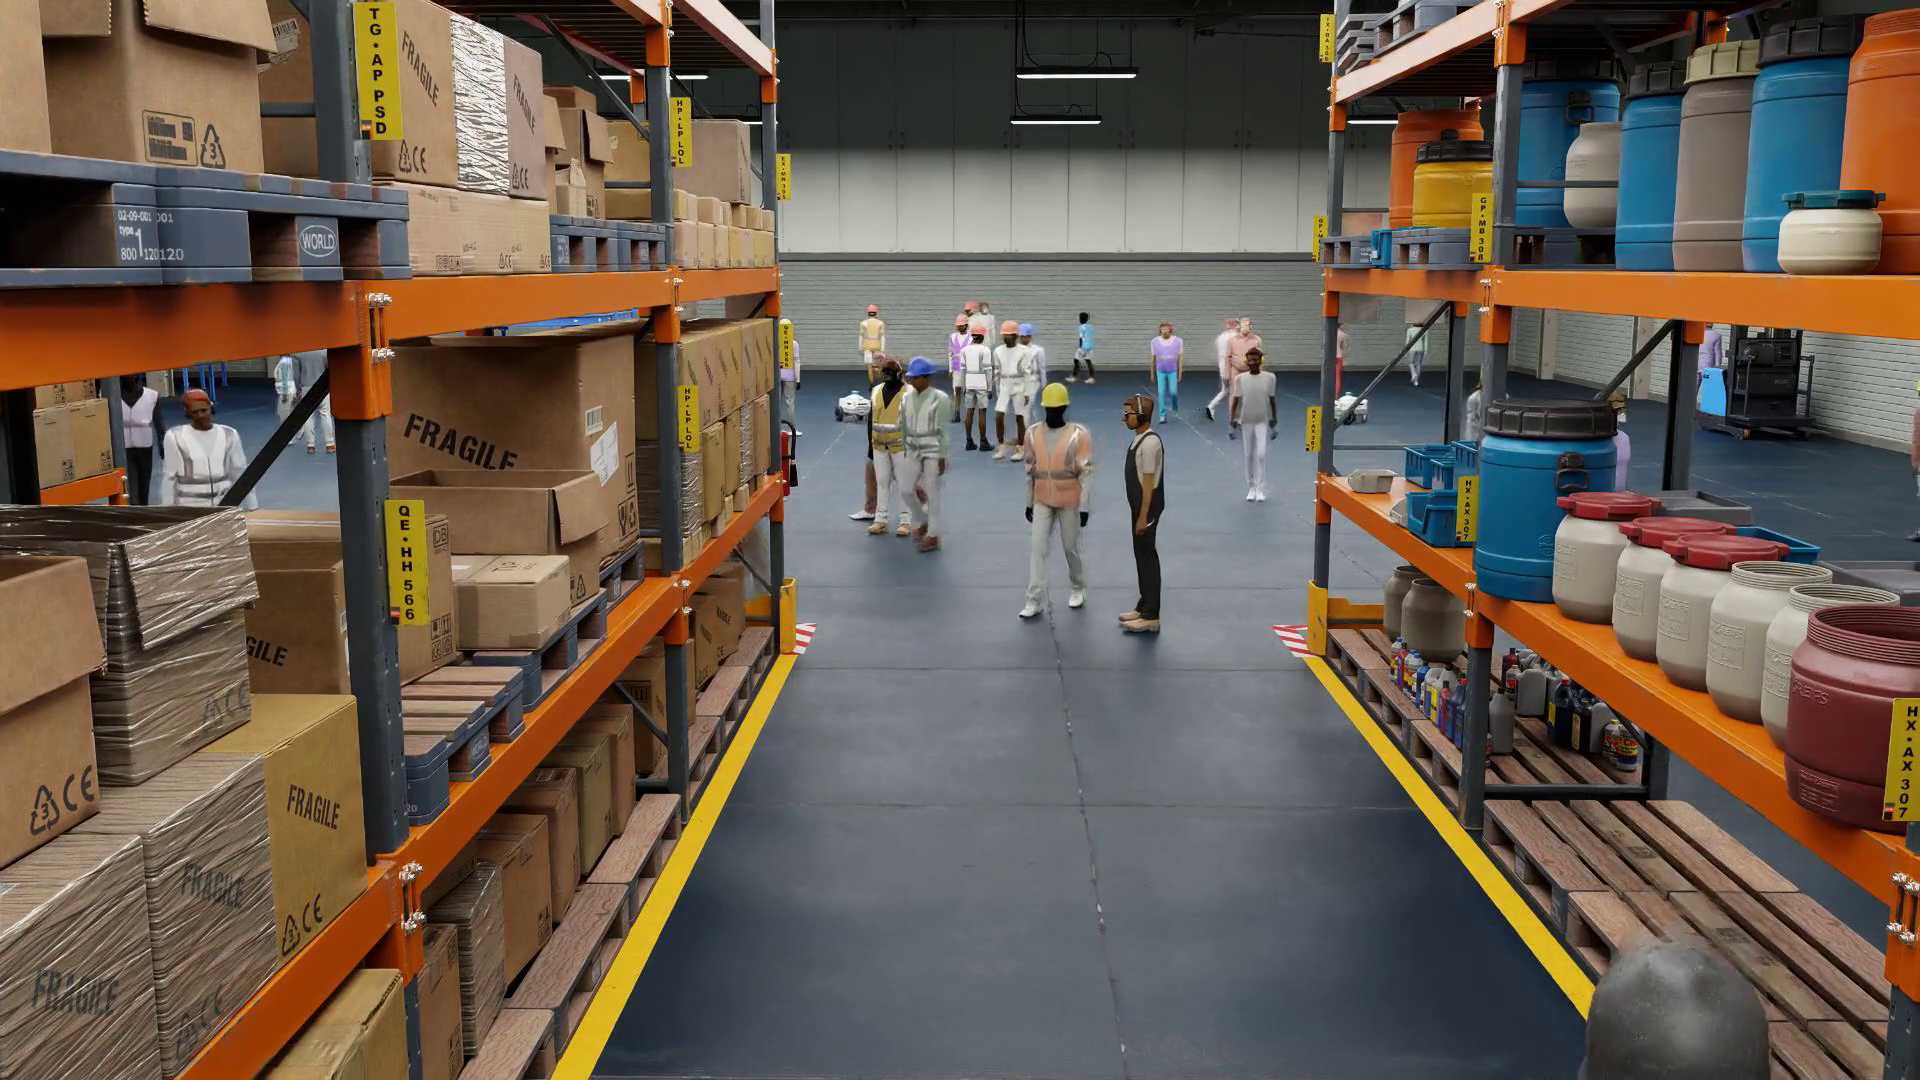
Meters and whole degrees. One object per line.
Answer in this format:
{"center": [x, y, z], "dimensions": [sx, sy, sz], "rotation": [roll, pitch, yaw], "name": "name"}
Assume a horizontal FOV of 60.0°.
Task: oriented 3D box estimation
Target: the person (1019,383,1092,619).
{"center": [0.789, -0.344, 13.583], "dimensions": [0.602, 1.888, 0.903], "rotation": [4, 10, 25], "name": "person"}

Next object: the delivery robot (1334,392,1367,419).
{"center": [6.920, -2.391, 29.653], "dimensions": [0.707, 0.478, 0.477], "rotation": [-7, 12, -34], "name": "delivery robot"}

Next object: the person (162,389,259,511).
{"center": [-5.915, -0.268, 13.166], "dimensions": [0.732, 1.858, 0.618], "rotation": [-9, 13, -43], "name": "person"}

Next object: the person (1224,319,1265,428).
{"center": [4.911, -2.854, 28.605], "dimensions": [0.721, 1.893, 0.485], "rotation": [1, 10, 6], "name": "person"}

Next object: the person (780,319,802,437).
{"center": [-2.888, -2.671, 27.380], "dimensions": [0.586, 1.928, 0.380], "rotation": [4, 10, 22], "name": "person"}

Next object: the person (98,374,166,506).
{"center": [-8.560, -0.946, 17.246], "dimensions": [0.605, 1.872, 0.987], "rotation": [-6, 11, -33], "name": "person"}

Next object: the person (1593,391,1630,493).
{"center": [4.703, -0.145, 12.219], "dimensions": [0.629, 1.940, 0.373], "rotation": [-8, 12, -38], "name": "person"}

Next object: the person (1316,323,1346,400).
{"center": [7.717, -3.776, 34.565], "dimensions": [0.544, 1.726, 0.835], "rotation": [-2, 10, -12], "name": "person"}

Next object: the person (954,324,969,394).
{"center": [0.056, -3.833, 35.344], "dimensions": [0.512, 1.593, 0.873], "rotation": [-2, 10, -9], "name": "person"}

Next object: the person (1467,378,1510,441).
{"center": [5.942, -1.103, 18.623], "dimensions": [0.509, 1.715, 0.708], "rotation": [-1, 10, -4], "name": "person"}

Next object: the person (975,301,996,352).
{"center": [0.563, -4.783, 40.042], "dimensions": [0.654, 1.920, 0.416], "rotation": [-5, 11, -28], "name": "person"}

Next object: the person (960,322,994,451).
{"center": [0.273, -2.342, 25.374], "dimensions": [0.543, 1.940, 0.361], "rotation": [6, 11, 33], "name": "person"}

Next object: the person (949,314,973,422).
{"center": [0.046, -3.056, 29.663], "dimensions": [0.553, 1.933, 0.369], "rotation": [4, 10, 23], "name": "person"}

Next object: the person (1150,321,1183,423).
{"center": [3.685, -2.998, 29.646], "dimensions": [0.577, 1.824, 0.429], "rotation": [2, 10, 15], "name": "person"}

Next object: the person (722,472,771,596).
{"center": [-1.782, -0.212, 13.074], "dimensions": [0.874, 1.796, 0.608], "rotation": [-1, 10, -6], "name": "person"}

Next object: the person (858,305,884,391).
{"center": [-2.001, -4.302, 37.215], "dimensions": [0.568, 1.900, 0.878], "rotation": [-2, 10, -14], "name": "person"}

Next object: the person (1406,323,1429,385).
{"center": [10.617, -4.394, 38.620], "dimensions": [0.515, 1.616, 0.419], "rotation": [1, 10, 7], "name": "person"}

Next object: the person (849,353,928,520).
{"center": [-0.743, -1.148, 18.452], "dimensions": [0.891, 1.867, 0.647], "rotation": [-3, 10, -18], "name": "person"}

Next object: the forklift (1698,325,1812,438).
{"center": [13.248, -3.165, 27.620], "dimensions": [1.129, 2.768, 1.873], "rotation": [0, 9, 1], "name": "forklift"}

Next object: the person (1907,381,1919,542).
{"center": [9.888, -0.795, 16.769], "dimensions": [0.529, 1.731, 0.685], "rotation": [-3, 10, -18], "name": "person"}

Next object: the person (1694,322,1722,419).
{"center": [13.553, -3.148, 30.315], "dimensions": [0.643, 1.905, 0.399], "rotation": [9, 13, 43], "name": "person"}

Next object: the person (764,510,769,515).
{"center": [-2.339, -1.111, 18.726], "dimensions": [0.322, 1.697, 0.533], "rotation": [6, 11, 30], "name": "person"}

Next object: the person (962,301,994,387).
{"center": [0.342, -4.512, 38.319], "dimensions": [0.872, 1.966, 0.624], "rotation": [-6, 11, -33], "name": "person"}

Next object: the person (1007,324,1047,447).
{"center": [1.029, -2.421, 25.981], "dimensions": [0.632, 1.897, 1.024], "rotation": [7, 12, 37], "name": "person"}

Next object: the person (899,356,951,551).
{"center": [-0.357, -0.855, 16.482], "dimensions": [0.621, 1.929, 0.449], "rotation": [6, 11, 33], "name": "person"}

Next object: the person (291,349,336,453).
{"center": [-9.697, -2.282, 25.018], "dimensions": [0.627, 1.940, 0.370], "rotation": [-2, 10, -10], "name": "person"}

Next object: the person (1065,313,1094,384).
{"center": [2.845, -4.537, 39.331], "dimensions": [0.795, 1.663, 0.547], "rotation": [7, 12, 35], "name": "person"}

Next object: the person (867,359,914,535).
{"center": [-0.709, -0.976, 17.488], "dimensions": [0.619, 1.845, 0.430], "rotation": [5, 11, 26], "name": "person"}

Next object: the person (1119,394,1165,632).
{"center": [1.423, -0.219, 12.969], "dimensions": [0.328, 1.840, 0.503], "rotation": [0, 9, -3], "name": "person"}

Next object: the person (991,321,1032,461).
{"center": [0.725, -2.119, 23.825], "dimensions": [0.633, 2.017, 0.741], "rotation": [5, 11, 26], "name": "person"}

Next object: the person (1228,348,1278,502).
{"center": [3.479, -1.359, 19.784], "dimensions": [0.571, 1.833, 0.865], "rotation": [3, 10, 15], "name": "person"}

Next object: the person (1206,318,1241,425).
{"center": [4.722, -2.988, 29.435], "dimensions": [0.620, 1.880, 0.690], "rotation": [-5, 11, -28], "name": "person"}

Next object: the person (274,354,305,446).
{"center": [-10.516, -2.286, 25.991], "dimensions": [0.413, 1.628, 0.519], "rotation": [-5, 11, -26], "name": "person"}

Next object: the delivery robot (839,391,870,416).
{"center": [-1.896, -2.439, 29.926], "dimensions": [0.477, 0.478, 0.707], "rotation": [-5, 10, -27], "name": "delivery robot"}
